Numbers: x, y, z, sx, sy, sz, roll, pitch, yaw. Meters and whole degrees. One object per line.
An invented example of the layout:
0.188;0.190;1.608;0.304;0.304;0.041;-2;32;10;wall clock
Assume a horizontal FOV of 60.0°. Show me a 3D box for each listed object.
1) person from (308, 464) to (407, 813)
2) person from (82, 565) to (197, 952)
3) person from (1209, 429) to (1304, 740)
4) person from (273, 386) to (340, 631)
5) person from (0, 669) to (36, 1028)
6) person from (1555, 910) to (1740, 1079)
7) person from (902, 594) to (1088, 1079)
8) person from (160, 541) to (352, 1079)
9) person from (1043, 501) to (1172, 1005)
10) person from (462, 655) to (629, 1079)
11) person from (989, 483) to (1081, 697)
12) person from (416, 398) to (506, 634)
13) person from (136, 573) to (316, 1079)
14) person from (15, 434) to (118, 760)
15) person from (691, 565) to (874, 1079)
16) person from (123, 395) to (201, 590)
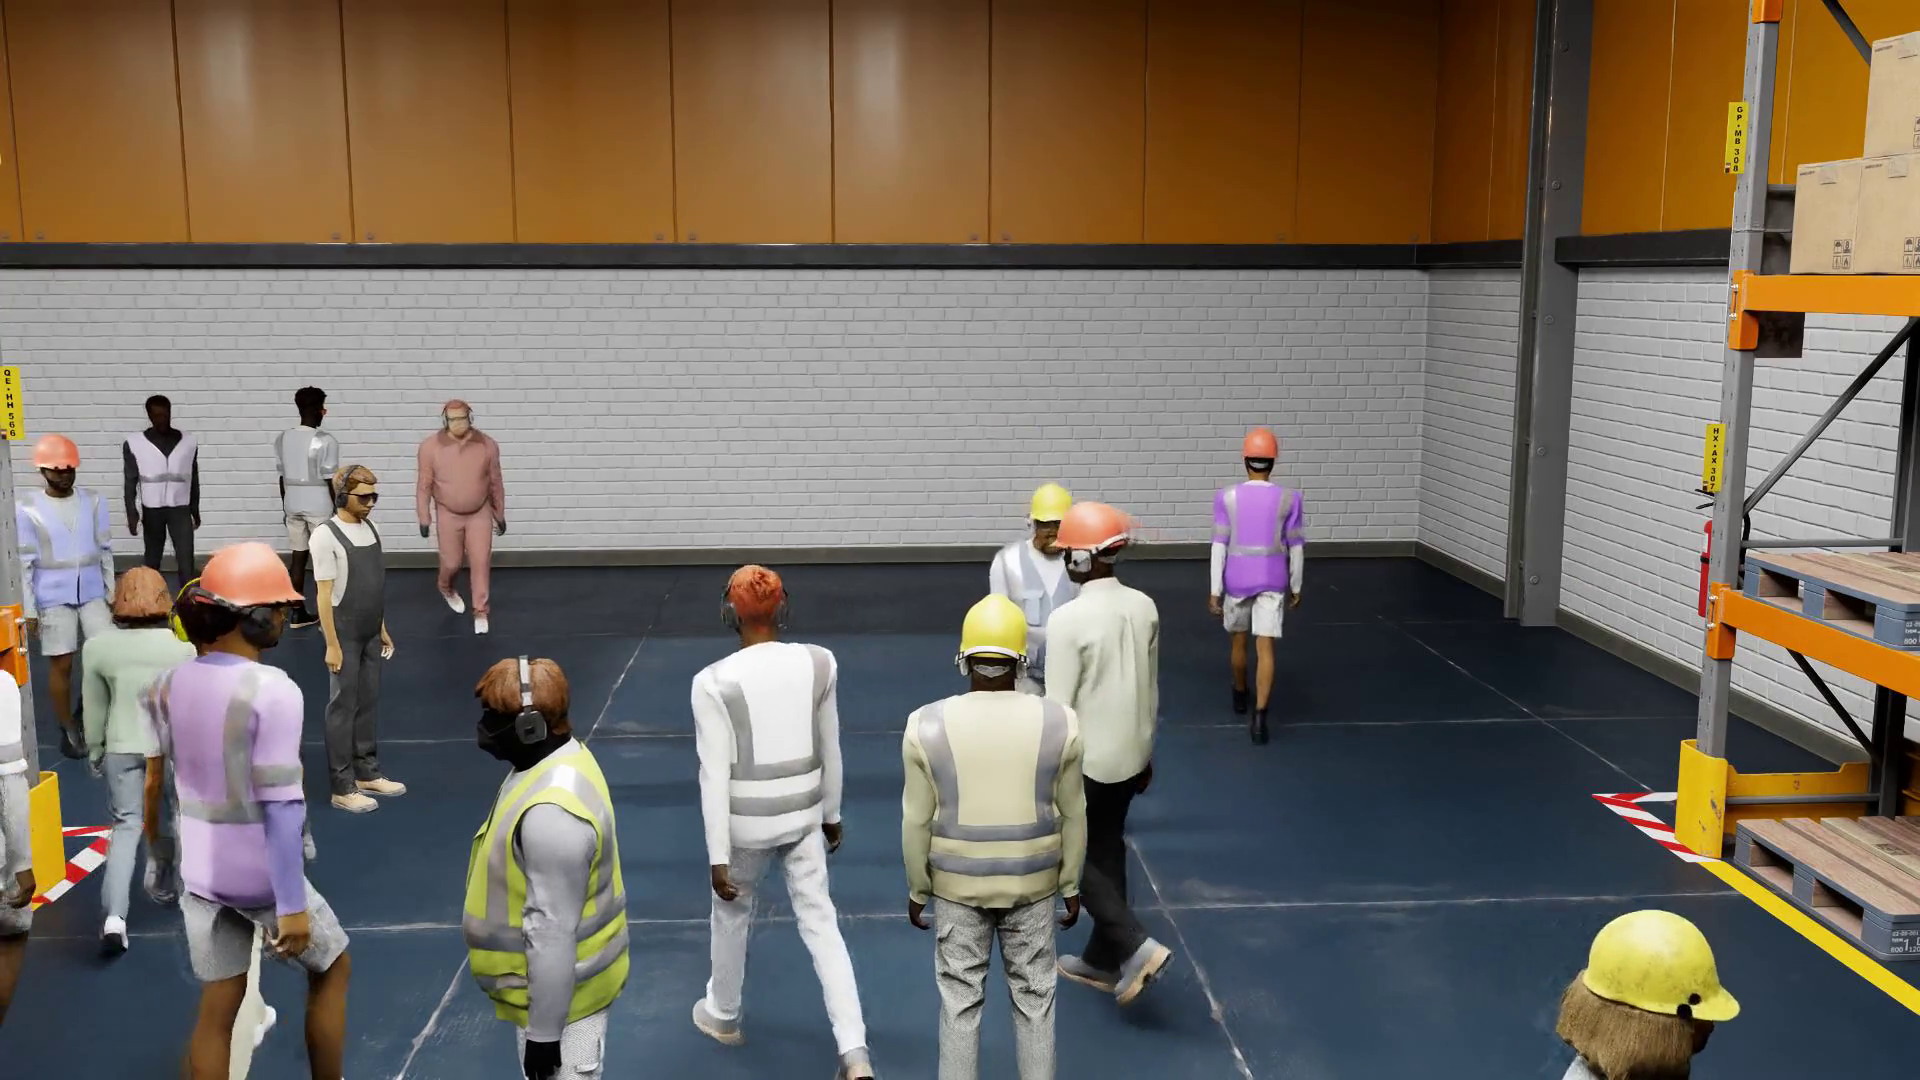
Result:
-3.214;0.513;8.866;0.346;1.841;0.505;2;9;14;person
-3.496;0.914;7.109;0.514;1.601;0.819;-1;9;-9;person
1.852;0.252;10.379;0.567;1.882;1.014;2;9;12;person
-5.179;-0.252;13.306;0.608;1.957;0.378;4;10;22;person
-3.318;1.013;5.452;0.560;1.920;0.405;-2;9;-11;person
1.270;1.502;3.073;0.887;1.691;0.510;6;11;31;person
0.109;1.079;5.333;0.590;1.833;0.404;0;9;-3;person
-2.131;1.000;5.240;0.645;2.016;0.797;5;11;31;person
0.576;0.835;6.421;0.579;1.972;0.639;9;12;43;person
-1.119;1.212;4.518;0.431;1.836;0.619;-3;9;-16;person
0.429;0.619;8.277;0.602;1.815;0.432;0;9;-2;person
-3.997;-0.216;13.334;0.679;1.878;0.725;-3;10;-21;person
-2.530;1.026;5.746;0.522;1.824;0.993;-2;9;-11;person
-5.198;0.338;9.710;0.413;1.919;0.564;8;12;40;person
-0.646;0.995;5.856;0.593;1.842;1.014;-5;11;-30;person
-6.586;-0.272;13.727;0.604;1.873;0.992;-8;12;-39;person
